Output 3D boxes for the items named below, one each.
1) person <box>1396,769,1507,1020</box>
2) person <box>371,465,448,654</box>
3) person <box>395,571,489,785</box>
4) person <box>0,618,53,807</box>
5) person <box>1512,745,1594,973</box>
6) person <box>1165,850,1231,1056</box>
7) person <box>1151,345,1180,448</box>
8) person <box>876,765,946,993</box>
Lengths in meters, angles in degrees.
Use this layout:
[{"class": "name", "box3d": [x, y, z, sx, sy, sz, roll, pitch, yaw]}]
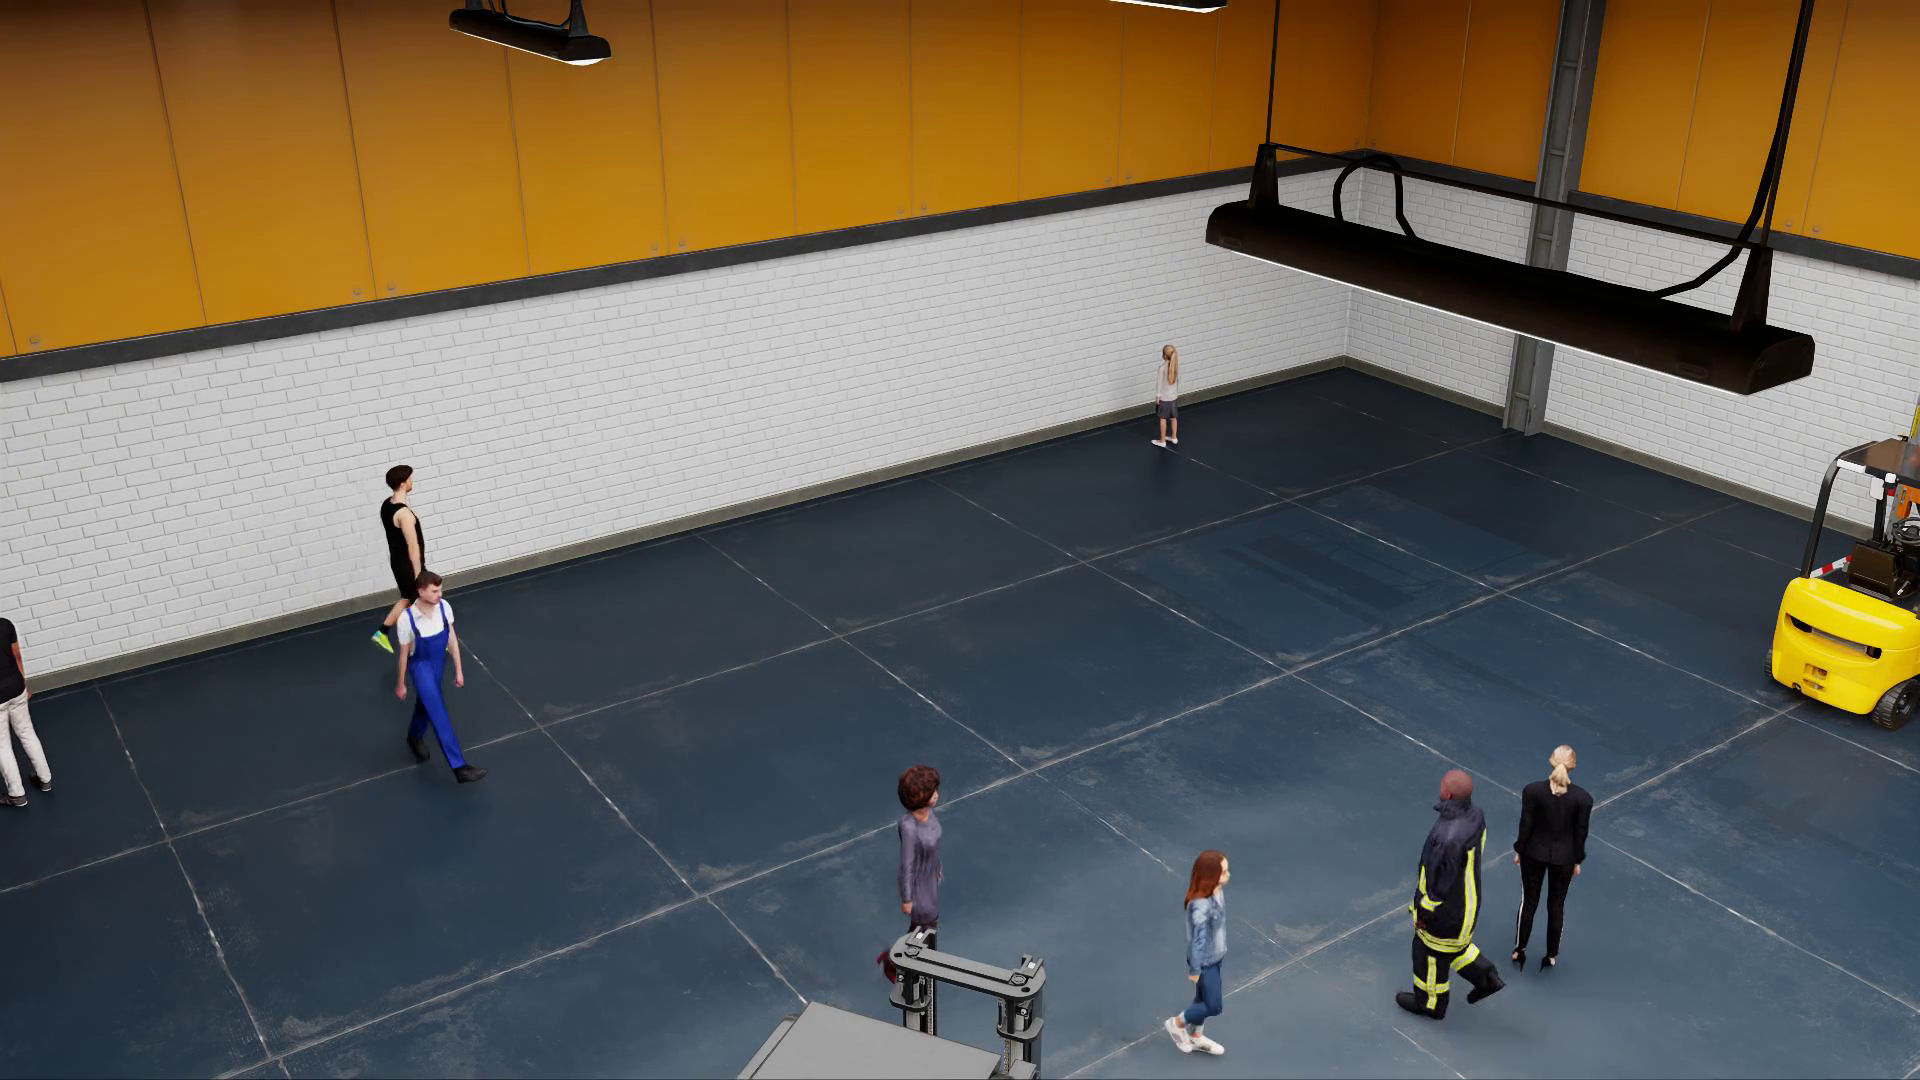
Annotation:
[{"class": "person", "box3d": [3.179, 2.281, 10.538, 1.042, 1.811, 0.934, 15, 28, 30]}, {"class": "person", "box3d": [-5.083, 0.248, 15.105, 0.777, 1.877, 0.895, -19, 30, -36]}, {"class": "person", "box3d": [-4.335, 1.055, 13.369, 1.387, 1.789, 0.962, 19, 30, 37]}, {"class": "person", "box3d": [-7.488, 1.223, 12.966, 0.764, 1.804, 0.759, 10, 26, 22]}, {"class": "person", "box3d": [3.900, 2.122, 11.031, 0.665, 1.706, 0.757, 8, 25, 18]}, {"class": "person", "box3d": [1.454, 2.563, 10.317, 0.749, 1.472, 0.701, 9, 25, 20]}, {"class": "person", "box3d": [2.566, -1.793, 20.528, 0.503, 1.274, 0.519, -17, 29, -34]}, {"class": "person", "box3d": [-0.352, 2.228, 10.799, 0.844, 1.699, 0.784, 8, 25, 18]}]
